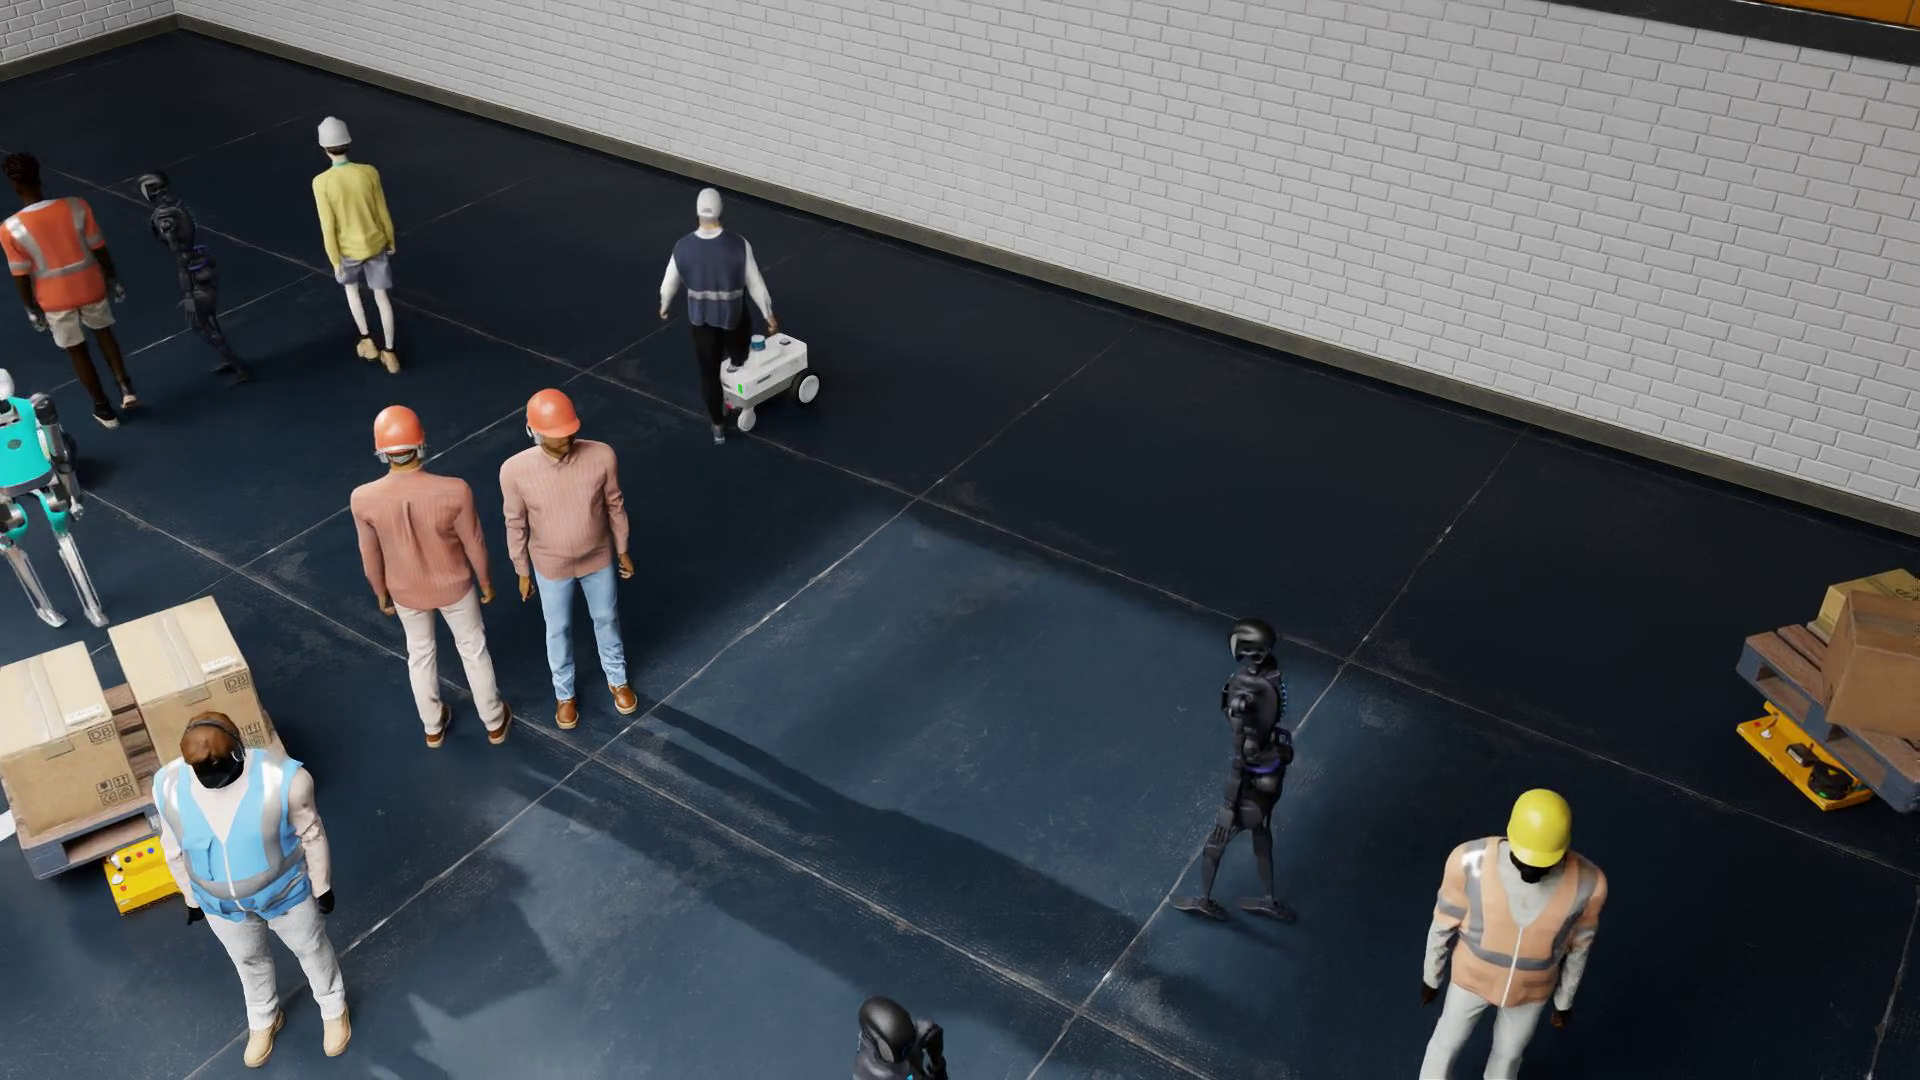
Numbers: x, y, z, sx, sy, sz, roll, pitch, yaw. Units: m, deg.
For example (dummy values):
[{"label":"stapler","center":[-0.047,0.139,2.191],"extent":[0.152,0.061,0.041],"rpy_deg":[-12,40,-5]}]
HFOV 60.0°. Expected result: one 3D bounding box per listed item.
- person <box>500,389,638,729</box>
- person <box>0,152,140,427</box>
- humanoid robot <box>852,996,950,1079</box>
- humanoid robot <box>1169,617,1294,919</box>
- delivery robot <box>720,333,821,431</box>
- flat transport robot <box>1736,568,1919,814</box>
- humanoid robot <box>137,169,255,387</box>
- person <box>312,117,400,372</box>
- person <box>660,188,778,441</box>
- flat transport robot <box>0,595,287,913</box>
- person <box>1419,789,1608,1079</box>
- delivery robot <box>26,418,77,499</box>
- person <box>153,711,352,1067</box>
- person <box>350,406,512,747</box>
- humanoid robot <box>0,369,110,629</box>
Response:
[{"label":"person","center":[-2.004,0.096,8.621],"extent":[0.621,1.994,0.379],"rpy_deg":[-13,37,-18]},{"label":"person","center":[-5.979,-1.668,11.175],"extent":[0.641,1.951,0.421],"rpy_deg":[-29,44,-35]},{"label":"humanoid robot","center":[-0.171,2.201,5.910],"extent":[0.722,1.634,0.592],"rpy_deg":[24,42,31]},{"label":"humanoid robot","center":[1.291,1.060,7.534],"extent":[0.619,1.630,0.608],"rpy_deg":[15,38,21]},{"label":"delivery robot","center":[-1.382,-1.154,11.680],"extent":[0.499,0.614,0.803],"rpy_deg":[25,42,32]},{"label":"flat transport robot","center":[4.941,1.010,8.821],"extent":[1.431,0.231,0.659],"rpy_deg":[-11,37,-16]},{"label":"humanoid robot","center":[-5.347,-1.824,11.652],"extent":[0.386,1.646,0.609],"rpy_deg":[-11,36,-15]},{"label":"person","center":[-4.294,-2.126,11.904],"extent":[0.505,1.866,0.602],"rpy_deg":[-16,38,-22]},{"label":"person","center":[-1.630,-1.582,11.241],"extent":[0.790,1.728,0.760],"rpy_deg":[-2,35,-2]},{"label":"flat transport robot","center":[-4.104,1.265,8.455],"extent":[0.659,0.231,1.431],"rpy_deg":[-21,40,-27]},{"label":"person","center":[2.085,1.685,6.413],"extent":[0.585,1.925,0.375],"rpy_deg":[8,36,11]},{"label":"delivery robot","center":[-6.216,-0.569,10.816],"extent":[0.774,0.583,0.499],"rpy_deg":[-9,36,-13]},{"label":"person","center":[-2.889,1.439,6.836],"extent":[0.620,1.844,0.430],"rpy_deg":[-5,35,-7]},{"label":"person","center":[-2.687,0.210,8.473],"extent":[0.620,1.986,0.406],"rpy_deg":[-3,35,-4]},{"label":"humanoid robot","center":[-5.248,-0.237,9.327],"extent":[0.533,1.769,0.809],"rpy_deg":[-27,43,-33]}]
